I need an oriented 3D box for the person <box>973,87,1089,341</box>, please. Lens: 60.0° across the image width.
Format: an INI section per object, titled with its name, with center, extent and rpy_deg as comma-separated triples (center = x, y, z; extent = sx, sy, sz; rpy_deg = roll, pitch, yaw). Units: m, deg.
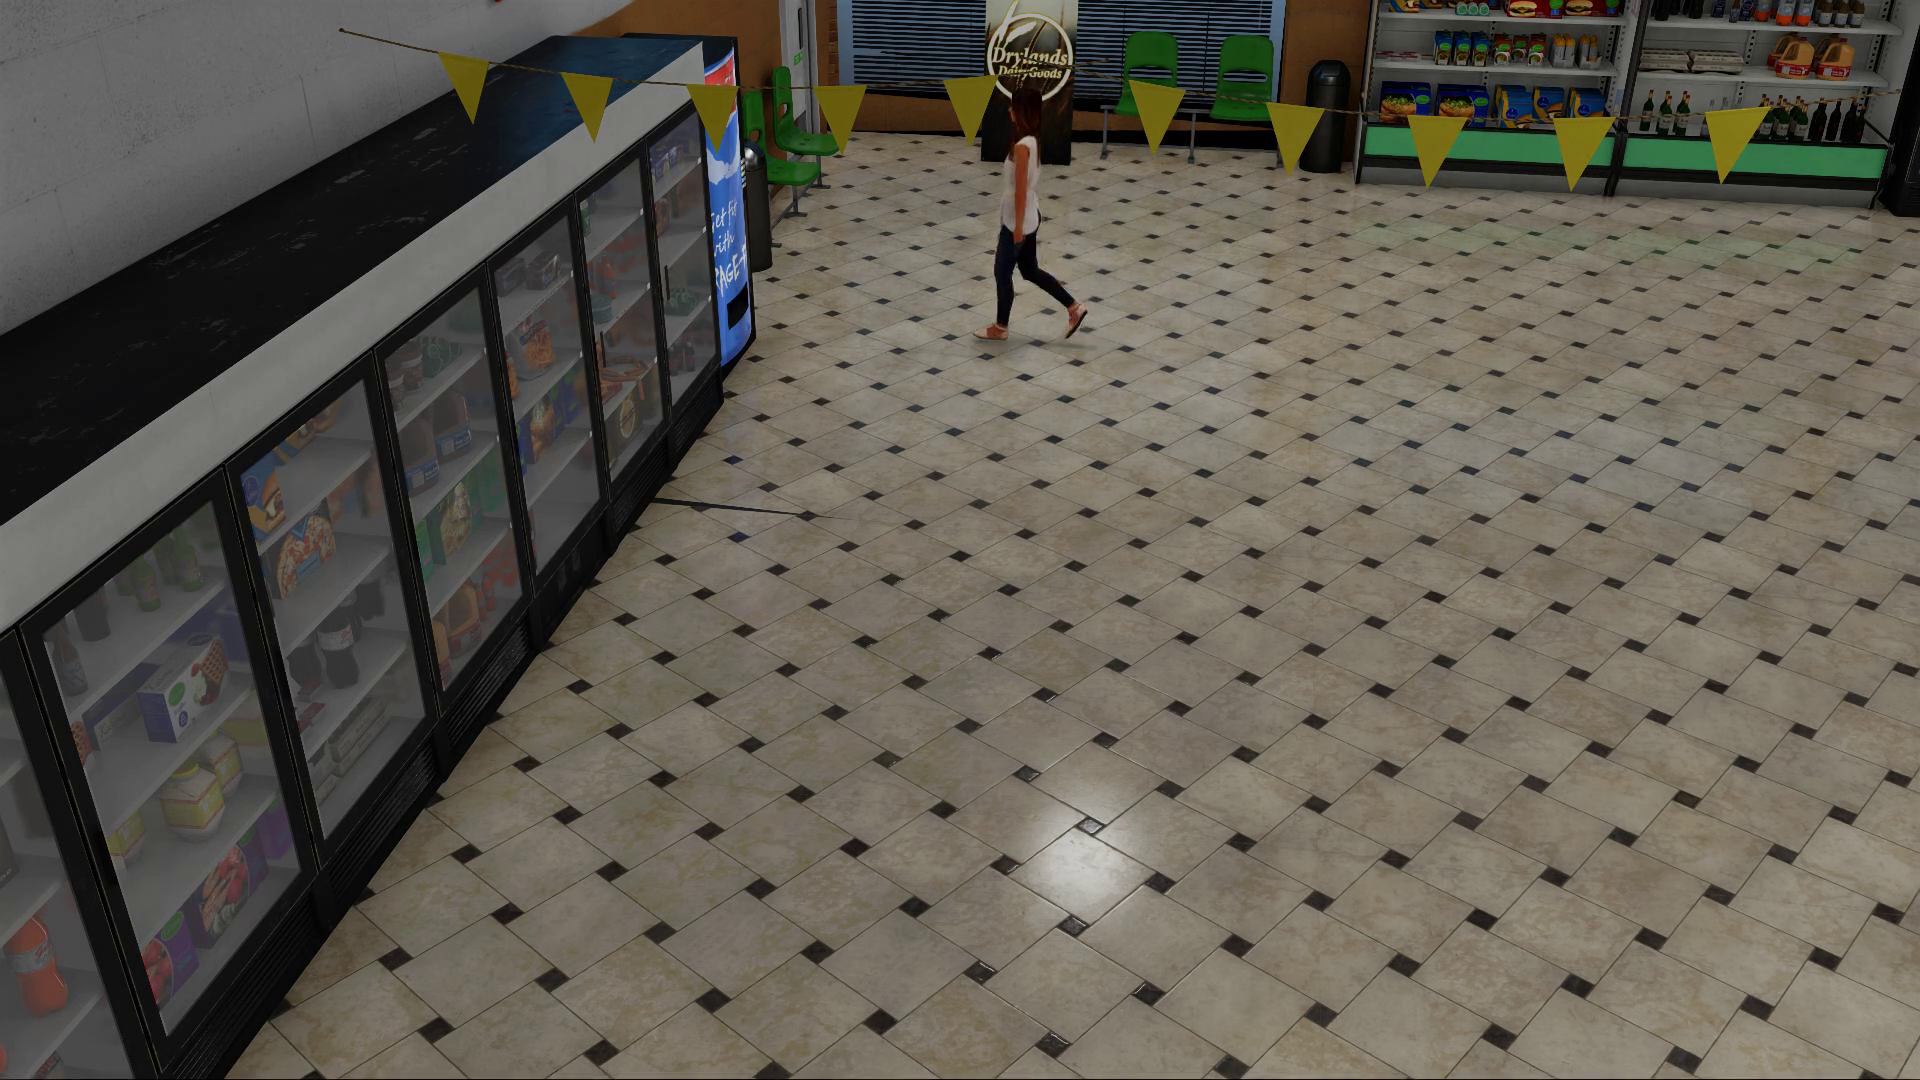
[person]
center = 0.505, -2.152, 11.276
extent = 1.017, 1.757, 0.604
rpy_deg = 5, 29, 10
